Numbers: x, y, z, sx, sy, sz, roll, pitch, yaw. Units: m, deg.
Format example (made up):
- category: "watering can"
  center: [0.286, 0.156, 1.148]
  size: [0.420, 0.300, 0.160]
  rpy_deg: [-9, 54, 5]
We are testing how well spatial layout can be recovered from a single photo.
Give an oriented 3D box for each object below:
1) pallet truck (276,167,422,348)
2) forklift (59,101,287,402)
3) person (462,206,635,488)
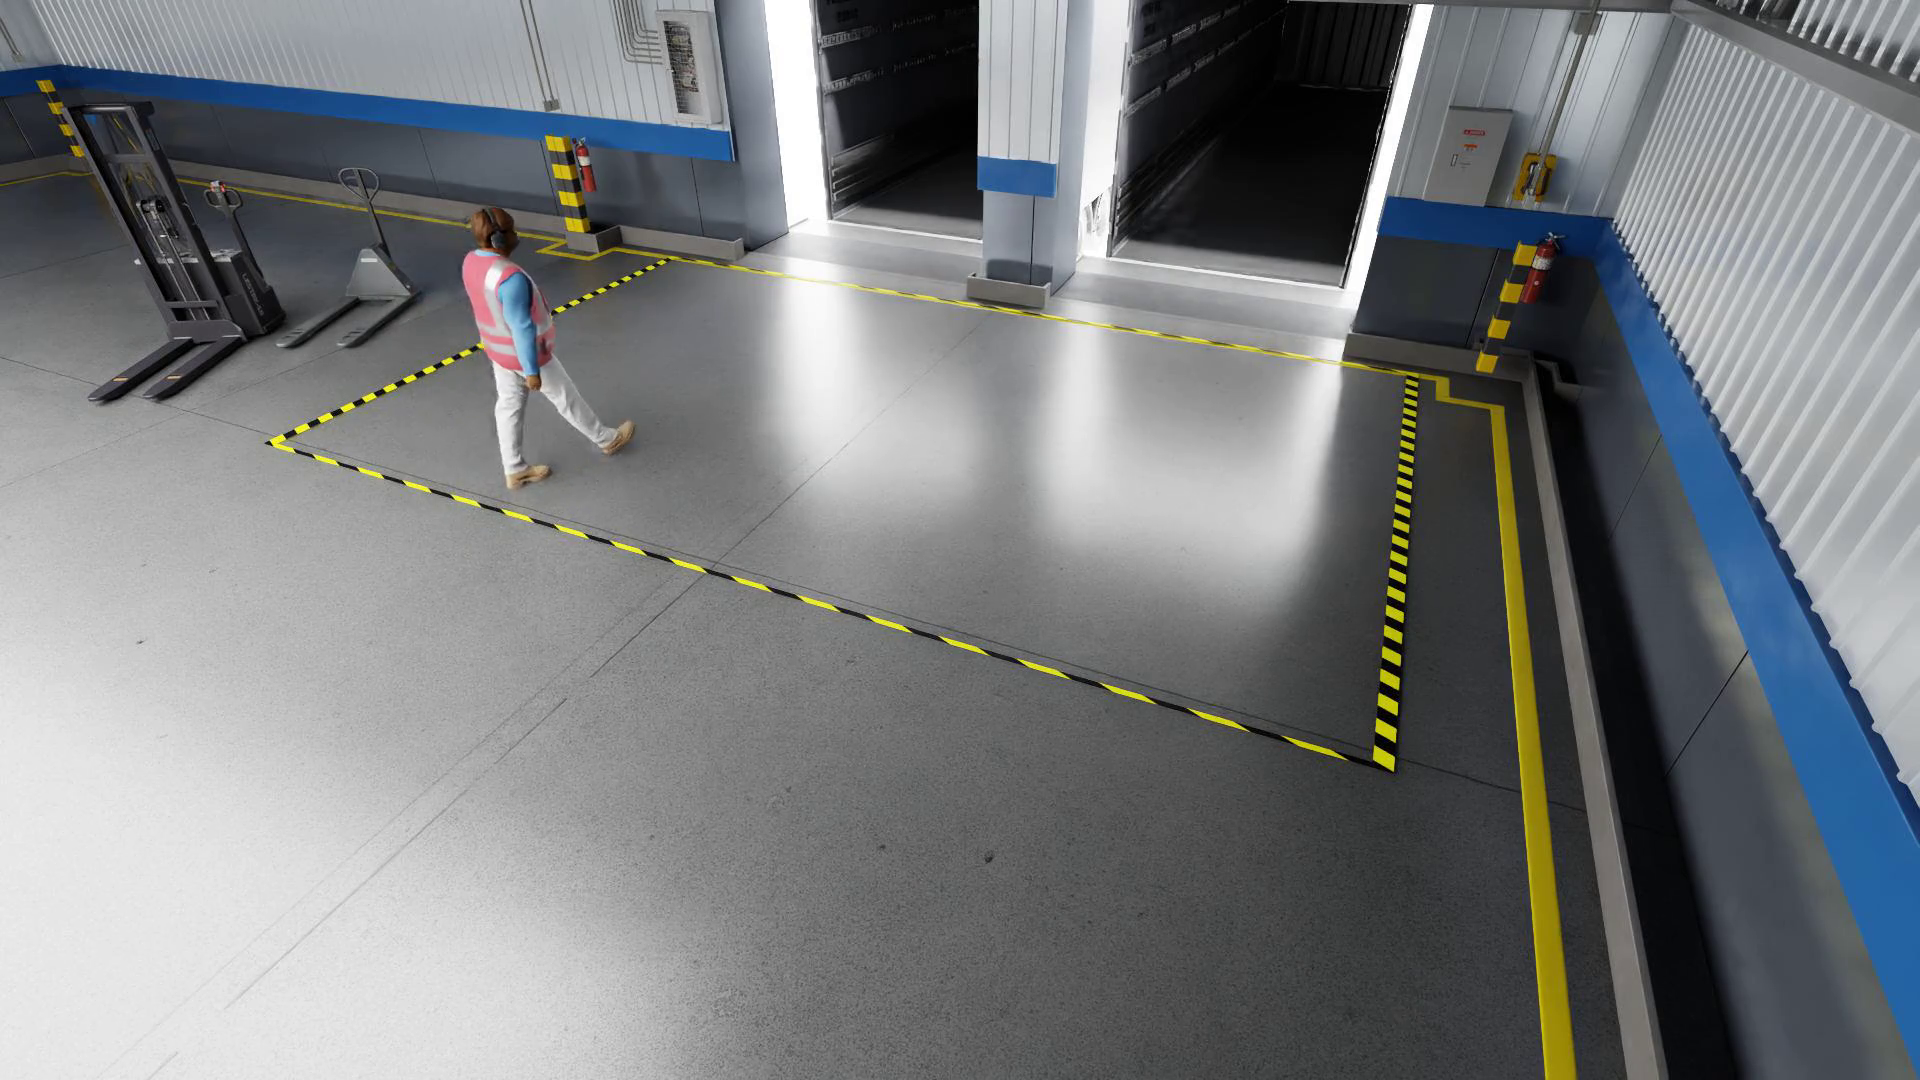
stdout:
- category: "pallet truck"
  center: [-5.732, -2.611, 8.414]
  size: [0.680, 1.201, 1.601]
  rpy_deg: [-1, 35, -1]
- category: "forklift"
  center: [-6.686, -2.387, 7.434]
  size: [0.823, 1.965, 1.885]
  rpy_deg: [-3, 35, -5]
- category: "person"
  center: [-2.751, -1.270, 6.001]
  size: [0.655, 1.798, 0.933]
  rpy_deg: [26, 42, 32]
